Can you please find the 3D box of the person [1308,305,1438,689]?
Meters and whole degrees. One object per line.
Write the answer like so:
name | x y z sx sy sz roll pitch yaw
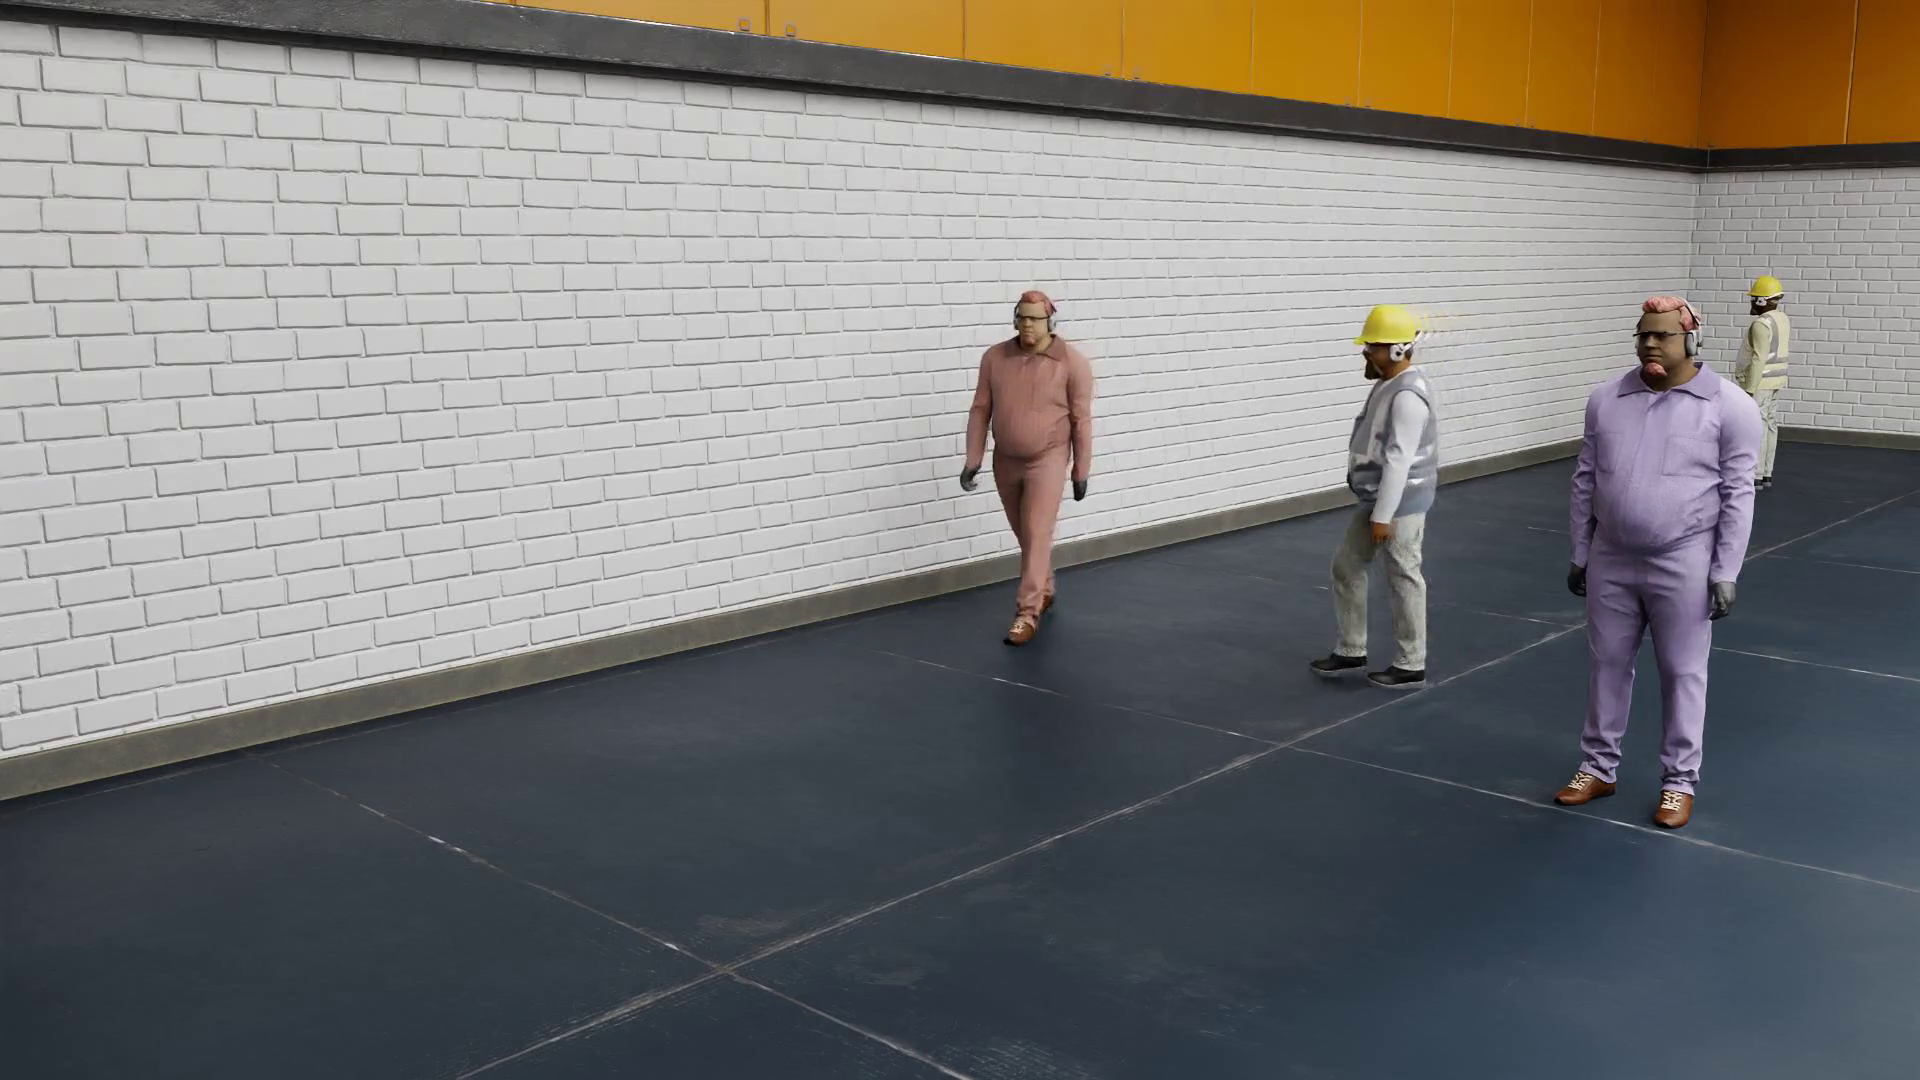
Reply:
person | 1.916 -0.186 7.779 0.669 1.806 0.633 0 10 2

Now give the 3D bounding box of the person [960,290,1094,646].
person | 0.384 -0.420 9.020 0.654 1.859 1.005 5 11 28

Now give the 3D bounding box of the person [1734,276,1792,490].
person | 6.905 -1.352 14.367 0.403 1.835 0.588 10 14 44

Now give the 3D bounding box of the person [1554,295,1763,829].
person | 2.505 0.076 6.035 0.644 1.908 0.408 9 14 43
